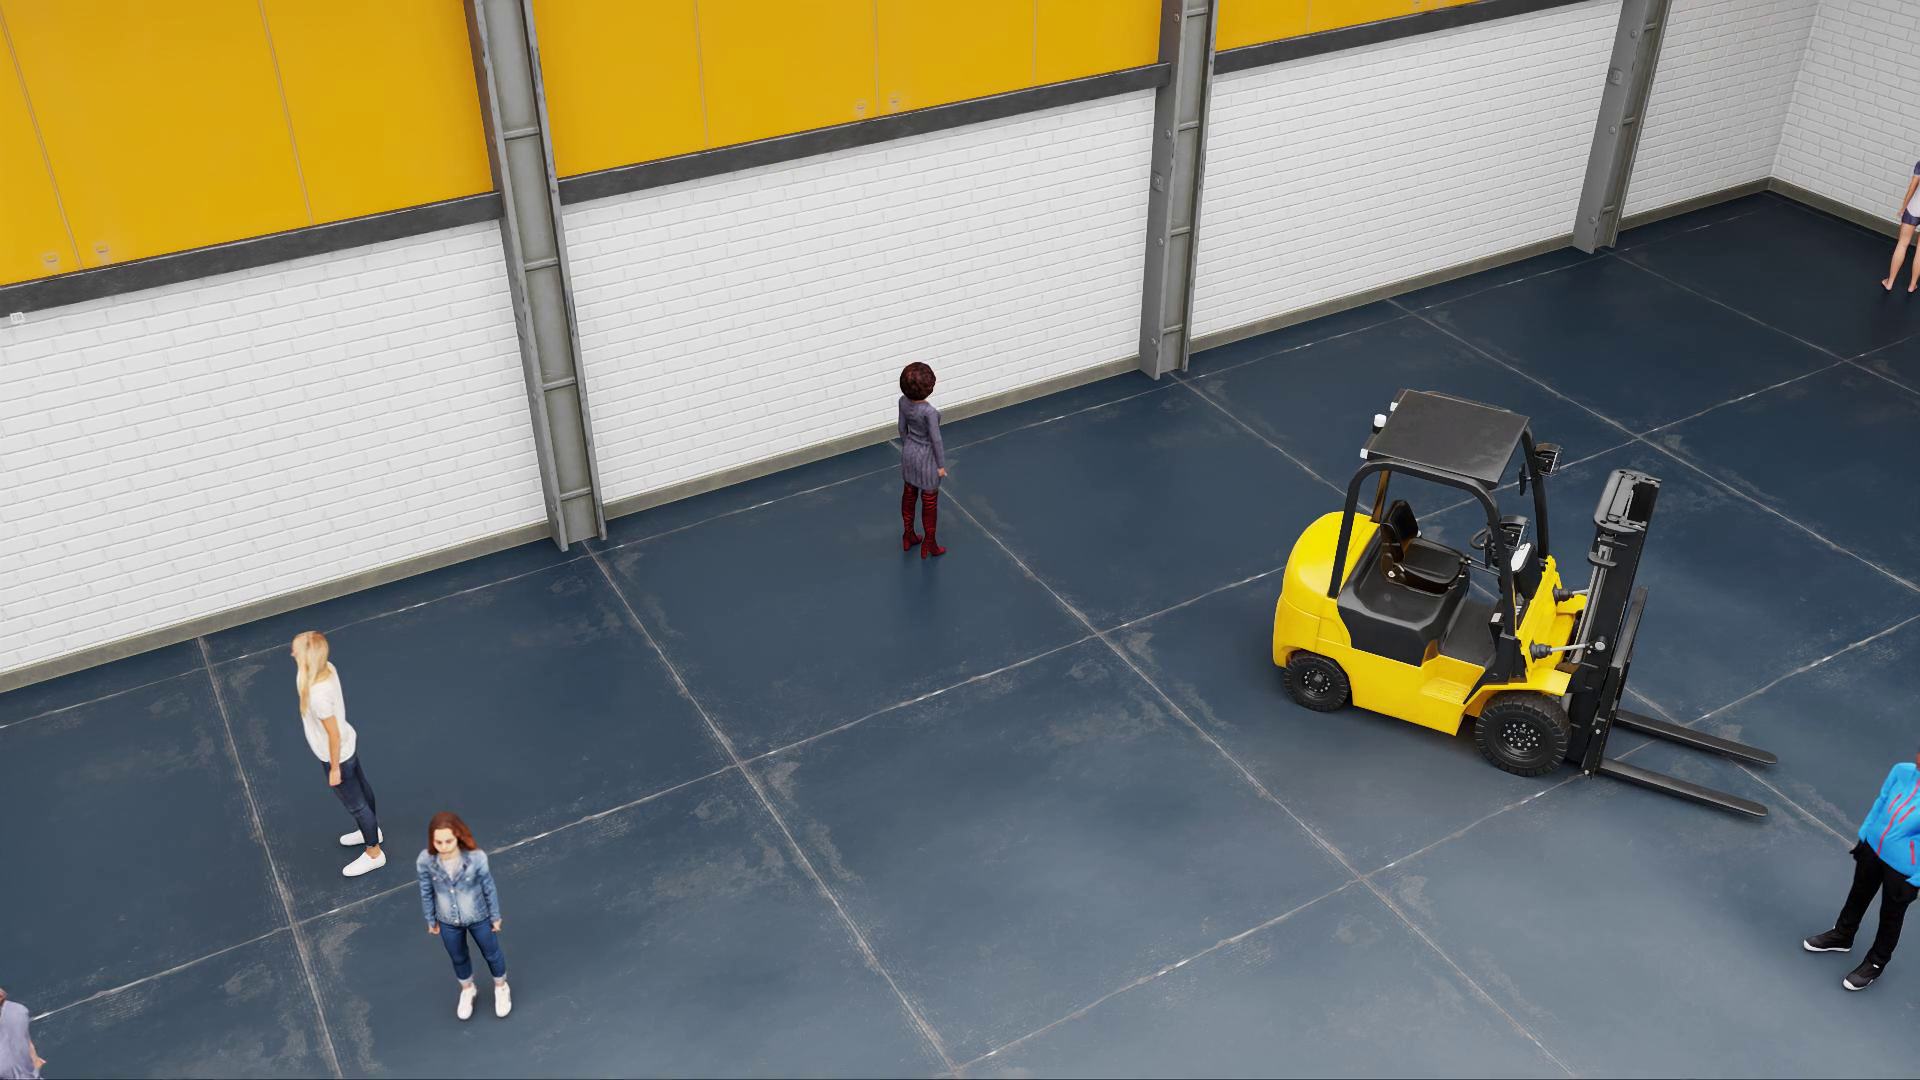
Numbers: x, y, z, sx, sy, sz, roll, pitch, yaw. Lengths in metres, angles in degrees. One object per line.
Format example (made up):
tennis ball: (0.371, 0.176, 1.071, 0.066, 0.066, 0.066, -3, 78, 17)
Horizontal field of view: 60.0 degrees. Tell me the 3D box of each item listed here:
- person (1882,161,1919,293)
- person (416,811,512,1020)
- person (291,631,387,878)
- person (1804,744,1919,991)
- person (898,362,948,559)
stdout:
person: (10.143, -3.453, 17.510, 0.694, 1.730, 0.738, 11, 35, 16)
person: (-2.794, 2.101, 9.386, 0.562, 1.475, 0.689, -3, 34, -4)
person: (-3.837, 1.300, 10.290, 0.577, 1.809, 0.631, -10, 35, -14)
person: (5.375, 1.810, 9.536, 0.595, 1.794, 0.643, -11, 35, -17)
person: (-0.317, -0.635, 13.289, 0.637, 1.710, 0.612, 27, 42, 34)
